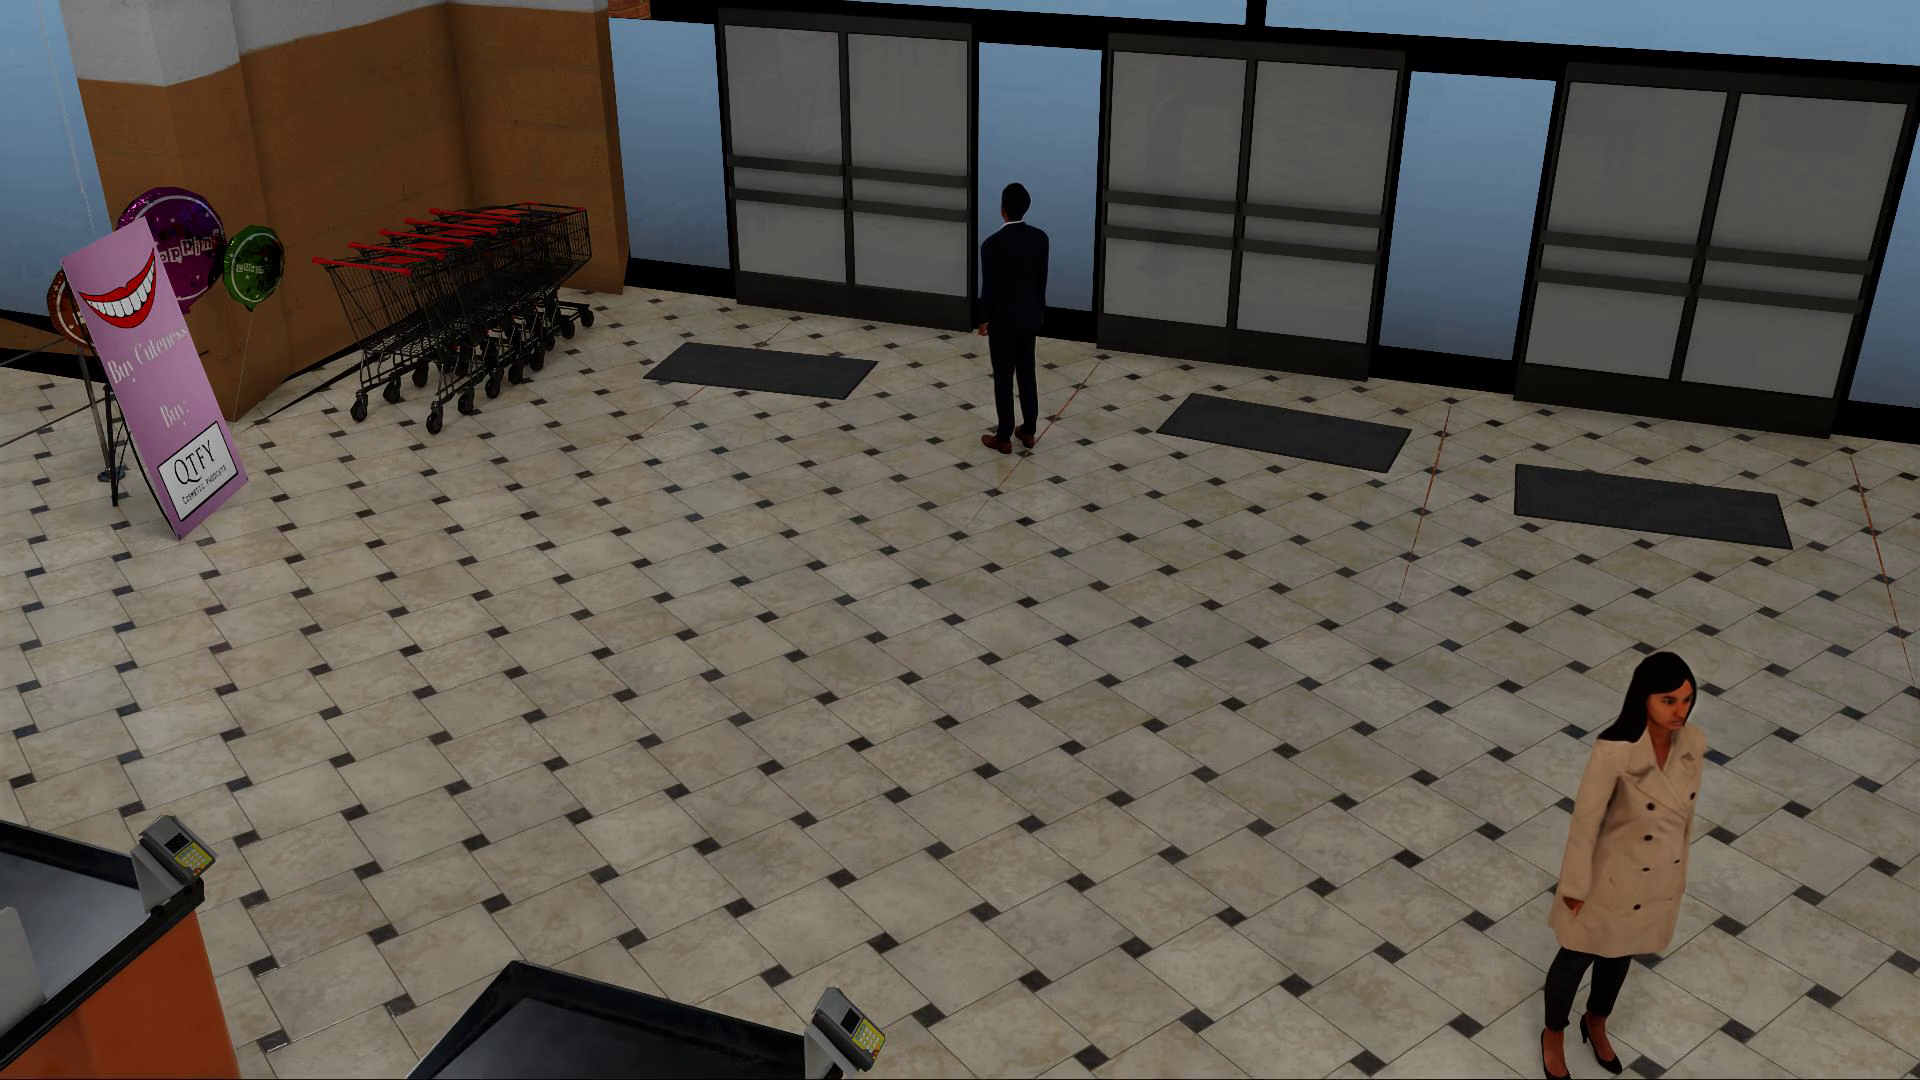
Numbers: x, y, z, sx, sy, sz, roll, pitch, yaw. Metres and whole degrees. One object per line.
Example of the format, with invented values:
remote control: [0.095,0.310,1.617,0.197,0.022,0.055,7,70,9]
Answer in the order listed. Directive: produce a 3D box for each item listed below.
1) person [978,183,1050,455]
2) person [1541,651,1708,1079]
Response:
person: [0.336,-1.384,10.456,0.680,1.726,0.768,-15,31,-27]
person: [2.215,1.116,5.576,0.709,1.682,0.733,-8,28,-15]
